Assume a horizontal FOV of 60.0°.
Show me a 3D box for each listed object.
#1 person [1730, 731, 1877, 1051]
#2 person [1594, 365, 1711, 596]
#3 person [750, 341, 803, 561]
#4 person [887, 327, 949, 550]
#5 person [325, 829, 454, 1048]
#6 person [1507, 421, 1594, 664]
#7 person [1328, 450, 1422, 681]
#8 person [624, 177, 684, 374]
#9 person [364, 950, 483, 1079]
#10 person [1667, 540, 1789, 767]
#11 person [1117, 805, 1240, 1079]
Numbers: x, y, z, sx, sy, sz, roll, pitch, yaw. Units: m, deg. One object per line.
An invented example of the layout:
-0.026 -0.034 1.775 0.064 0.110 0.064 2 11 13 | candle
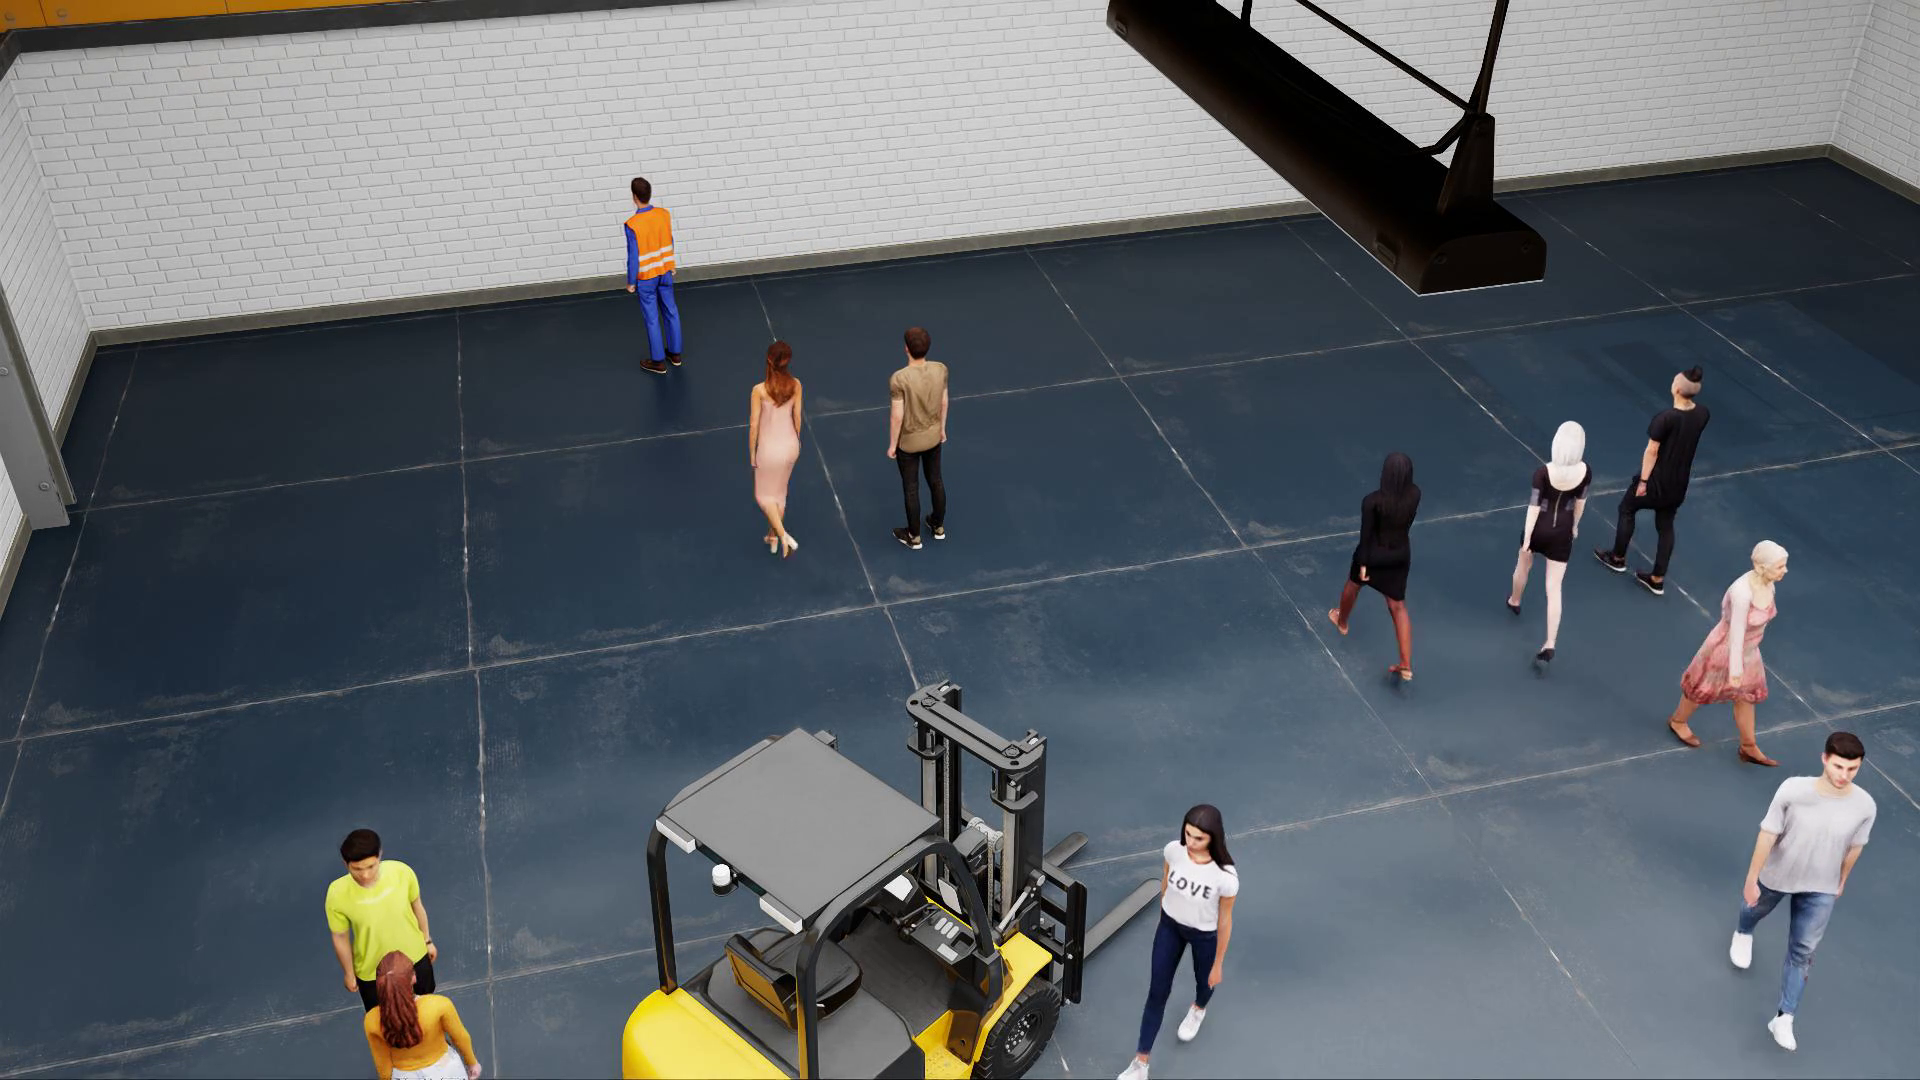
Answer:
4.531 1.752 9.034 1.105 1.838 1.293 10 35 14 | person
5.261 -0.419 12.296 0.745 1.842 0.883 -12 35 -17 | person
-1.349 -0.623 12.636 0.704 1.807 0.882 -17 37 -24 | person
-0.318 -0.794 12.852 0.735 1.851 0.674 -19 38 -27 | person
-2.957 2.126 8.589 0.688 1.707 0.639 -21 39 -28 | person
4.169 0.035 11.662 0.828 1.787 1.231 1 34 1 | person
2.992 0.187 11.535 0.612 1.676 1.196 -8 34 -12 | person
-2.834 -2.442 15.322 0.804 1.862 0.794 27 42 34 | person
-2.503 2.584 7.860 0.594 1.751 0.568 -10 35 -14 | person
4.926 0.686 10.795 0.875 1.664 1.062 -25 41 -33 | person
1.262 2.021 8.714 1.071 1.743 1.094 21 39 28 | person
